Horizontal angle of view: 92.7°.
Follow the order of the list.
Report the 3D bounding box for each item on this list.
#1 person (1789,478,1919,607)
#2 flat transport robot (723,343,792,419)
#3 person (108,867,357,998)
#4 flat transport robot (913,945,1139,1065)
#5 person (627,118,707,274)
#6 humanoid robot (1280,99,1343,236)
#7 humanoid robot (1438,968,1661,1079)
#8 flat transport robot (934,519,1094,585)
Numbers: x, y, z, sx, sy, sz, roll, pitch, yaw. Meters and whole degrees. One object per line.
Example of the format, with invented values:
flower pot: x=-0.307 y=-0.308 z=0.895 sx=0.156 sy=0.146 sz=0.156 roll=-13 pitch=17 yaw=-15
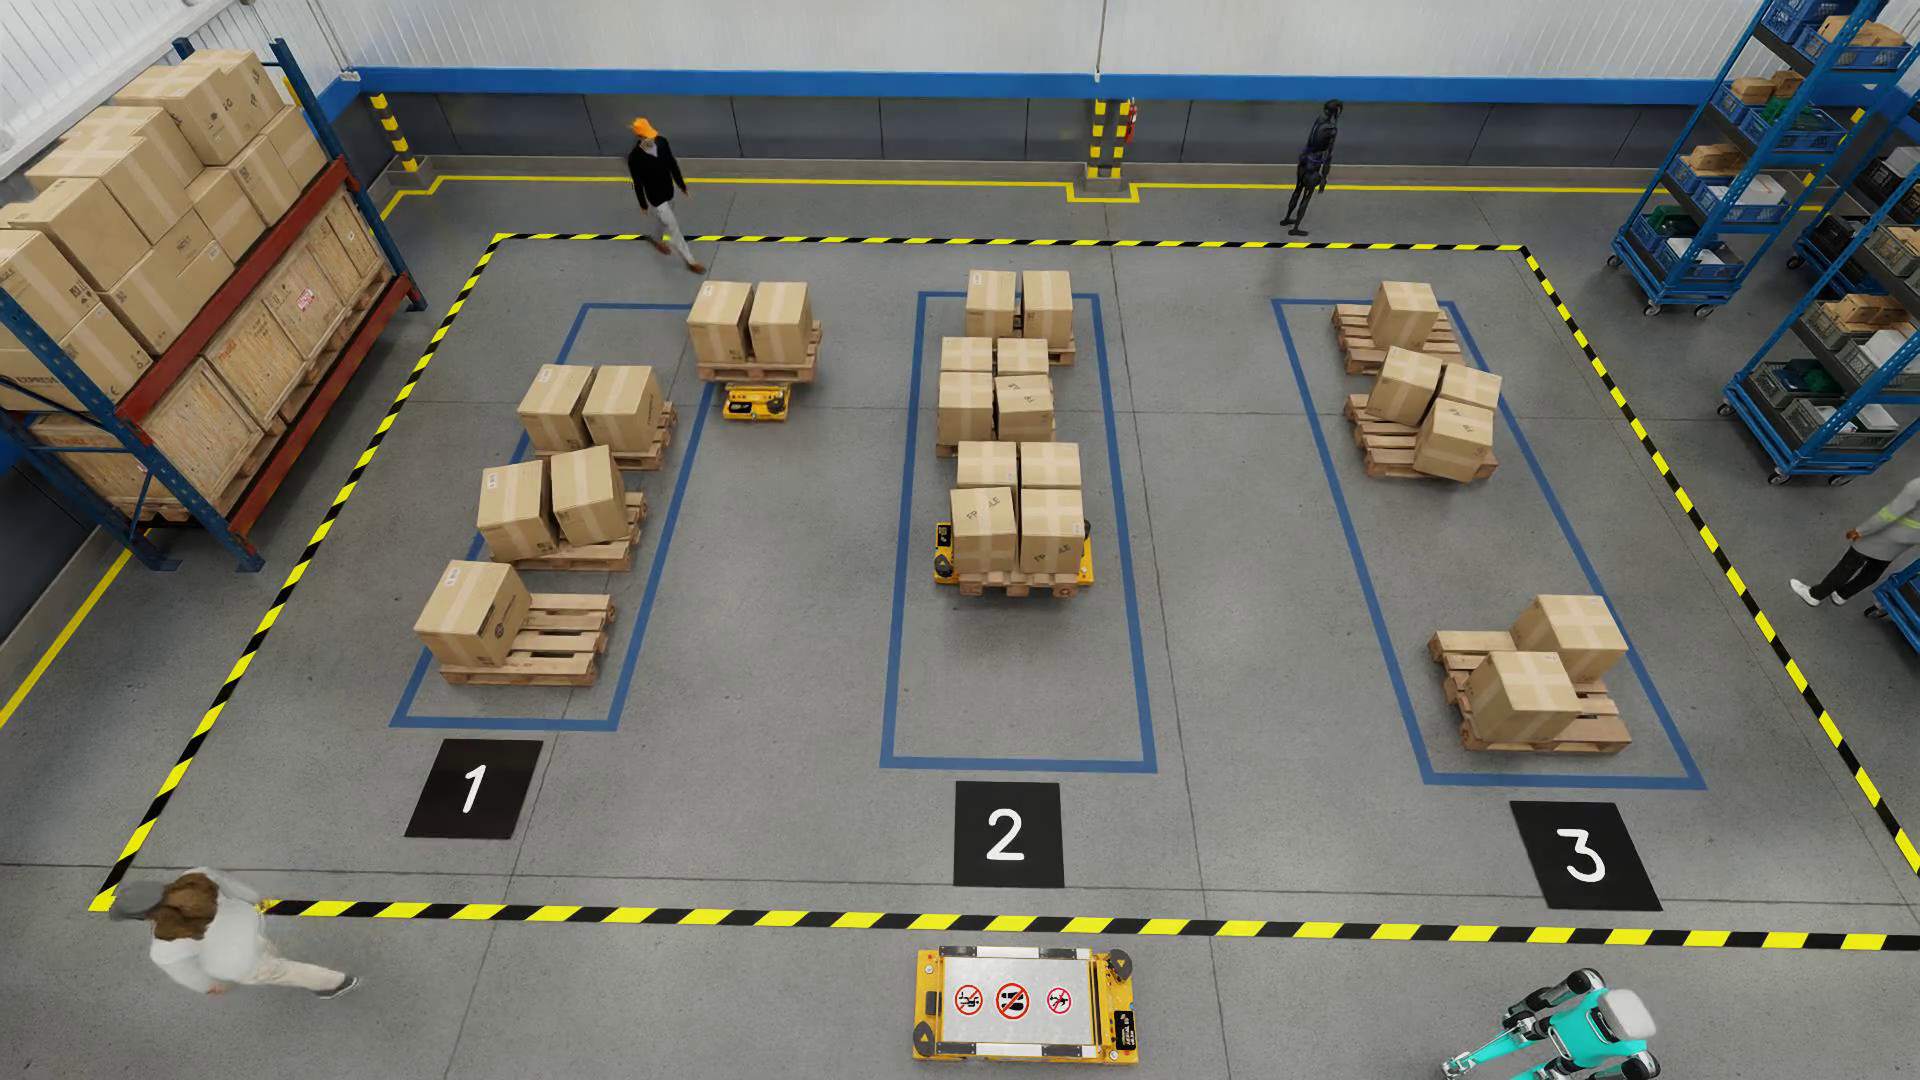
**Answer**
person: x=7.687 y=-0.098 z=7.544 sx=0.588 sy=1.853 sz=0.394 roll=2 pitch=51 yaw=2
flat transport robot: x=-2.140 y=-1.879 z=10.000 sx=0.652 sy=0.197 sz=1.431 roll=1 pitch=51 yaw=1
person: x=-4.455 y=2.438 z=5.556 sx=0.824 sy=1.732 sz=0.583 roll=-7 pitch=51 yaw=-6
flat transport robot: x=0.422 y=3.041 z=6.007 sx=1.431 sy=0.231 sz=0.659 roll=1 pitch=51 yaw=1
person: x=-3.552 y=-4.092 z=10.810 sx=0.943 sy=1.845 sz=0.583 roll=21 pitch=54 yaw=17
humanoid robot: x=4.359 y=-4.611 z=11.326 sx=0.315 sy=1.657 sz=0.599 roll=-7 pitch=51 yaw=-6
humanoid robot: x=3.101 y=2.891 z=5.098 sx=0.735 sy=1.672 sz=0.533 roll=-11 pitch=52 yaw=-9
flat transport robot: x=0.490 y=0.087 z=8.397 sx=1.431 sy=0.197 sz=0.652 roll=1 pitch=51 yaw=1
